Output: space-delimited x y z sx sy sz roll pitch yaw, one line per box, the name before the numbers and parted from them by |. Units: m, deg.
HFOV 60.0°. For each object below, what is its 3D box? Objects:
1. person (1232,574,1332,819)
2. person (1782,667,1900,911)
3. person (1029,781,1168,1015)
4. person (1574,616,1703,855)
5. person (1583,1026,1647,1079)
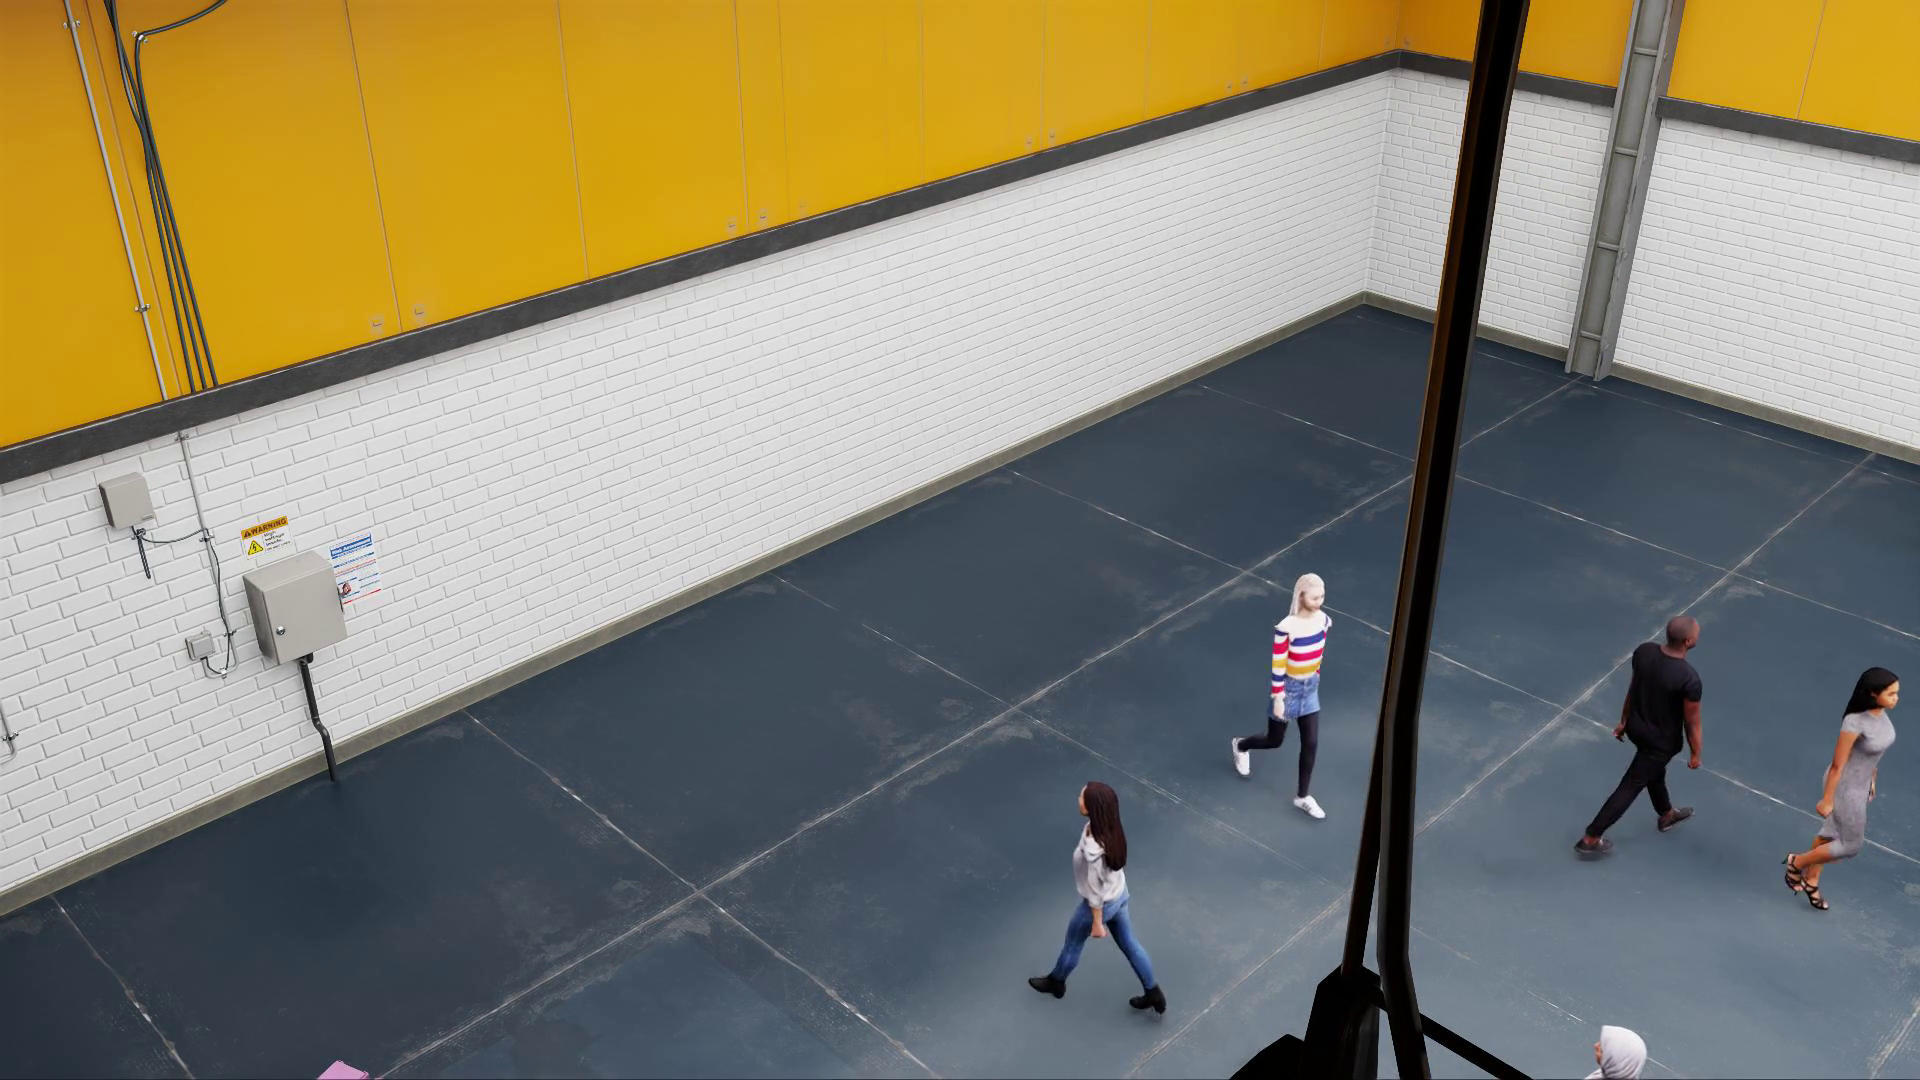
person | 2.212 1.011 11.339 0.862 1.781 1.166 -15 32 -25
person | 5.440 1.535 10.386 0.616 1.772 0.664 -22 36 -35
person | 0.903 2.103 9.539 1.146 1.587 0.874 12 31 22
person | 4.417 1.322 10.784 1.095 1.765 1.253 -10 30 -17
person | 2.941 2.965 7.763 0.587 1.775 0.656 18 33 30
